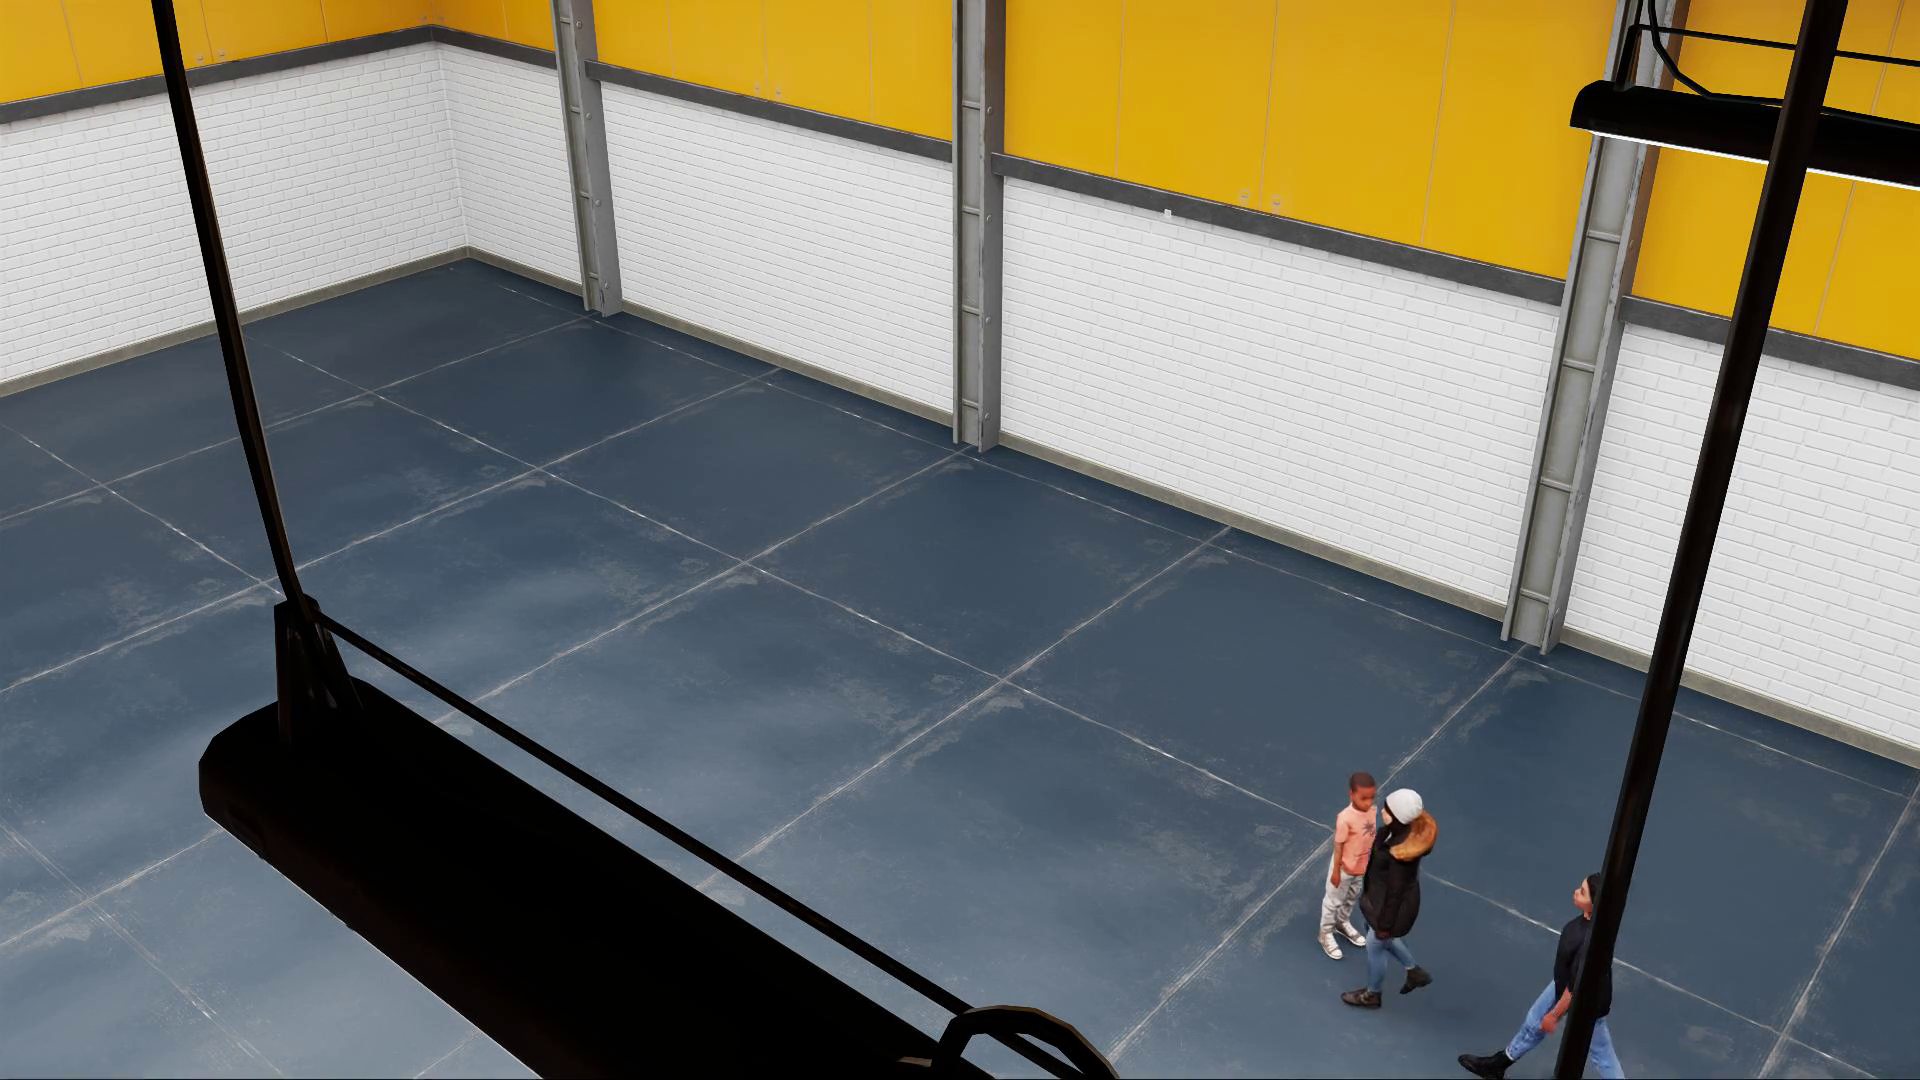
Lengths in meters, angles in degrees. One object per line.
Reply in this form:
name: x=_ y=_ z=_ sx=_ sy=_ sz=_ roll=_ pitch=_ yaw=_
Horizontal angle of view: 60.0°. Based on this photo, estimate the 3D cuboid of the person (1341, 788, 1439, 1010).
person: x=2.614 y=2.136 z=9.810 sx=0.865 sy=1.625 sz=0.782 roll=8 pitch=30 yaw=15

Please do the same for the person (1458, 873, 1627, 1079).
person: x=3.475 y=2.548 z=9.034 sx=1.250 sy=1.644 sz=0.878 roll=10 pitch=30 yaw=17

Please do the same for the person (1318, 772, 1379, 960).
person: x=2.439 y=1.997 z=10.393 sx=0.541 sy=1.309 sz=0.544 roll=-17 pitch=33 yaw=-28
